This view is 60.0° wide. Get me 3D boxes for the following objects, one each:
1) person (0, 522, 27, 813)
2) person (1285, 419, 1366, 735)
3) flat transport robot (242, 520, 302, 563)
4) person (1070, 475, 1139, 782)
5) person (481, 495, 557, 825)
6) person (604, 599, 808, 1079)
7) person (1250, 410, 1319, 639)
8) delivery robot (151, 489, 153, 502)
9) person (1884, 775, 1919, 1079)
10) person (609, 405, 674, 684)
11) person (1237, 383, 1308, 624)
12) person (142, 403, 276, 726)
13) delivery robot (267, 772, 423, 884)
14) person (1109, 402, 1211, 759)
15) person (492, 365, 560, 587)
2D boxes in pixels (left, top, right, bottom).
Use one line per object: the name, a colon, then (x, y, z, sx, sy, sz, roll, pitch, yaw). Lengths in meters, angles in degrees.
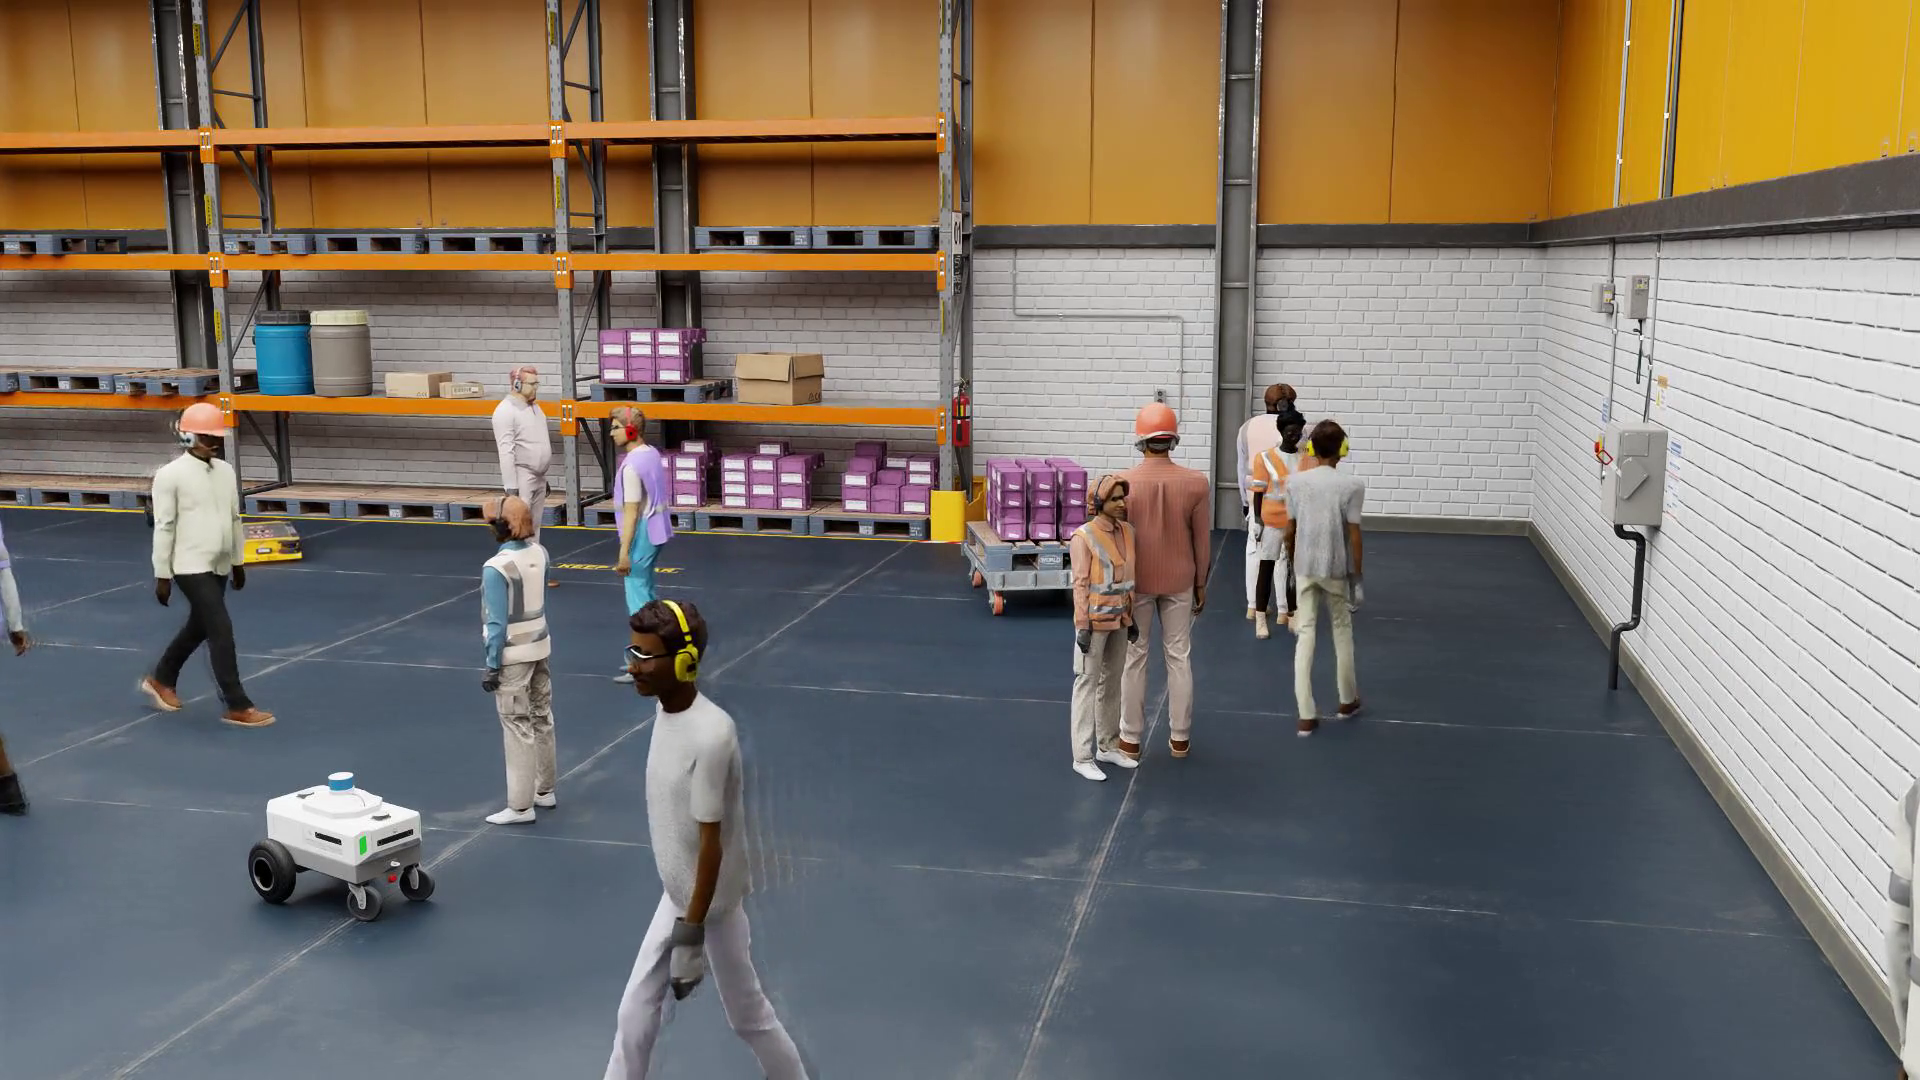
person: (-5.127, 0.430, 8.397, 0.917, 1.882, 0.554, 4, 10, 20)
person: (2.205, 0.200, 9.922, 0.519, 1.837, 0.818, 5, 11, 26)
flat transport robot: (-6.631, 0.003, 15.712, 0.652, 0.197, 1.431, -5, 11, -26)
person: (0.776, 0.460, 8.969, 0.307, 1.641, 0.514, 8, 12, 39)
person: (-2.185, 0.592, 8.223, 0.313, 1.644, 0.522, 2, 10, 14)
person: (-0.816, 1.075, 4.854, 0.985, 1.808, 0.540, -6, 11, -30)
person: (2.390, -0.115, 12.217, 0.533, 1.693, 0.319, -2, 10, -9)
delivery robot: (-8.120, -0.433, 17.184, 0.477, 0.478, 0.707, -6, 12, -33)
person: (2.239, 1.172, 3.561, 0.378, 2.041, 0.616, 0, 10, -1)
person: (-2.098, 0.028, 10.947, 0.400, 1.837, 0.576, 0, 10, 2)
person: (2.419, -0.280, 12.767, 0.430, 1.841, 0.624, -8, 13, -41)
person: (-4.612, 0.134, 10.020, 0.995, 1.950, 0.621, 3, 10, 15)
delivery robot: (-2.668, 1.252, 7.207, 0.707, 0.478, 0.477, 6, 12, 33)
person: (1.086, 0.233, 9.254, 0.615, 1.997, 0.373, -1, 10, -5)
person: (-3.608, -0.502, 13.880, 0.411, 1.908, 0.643, 2, 10, 12)
